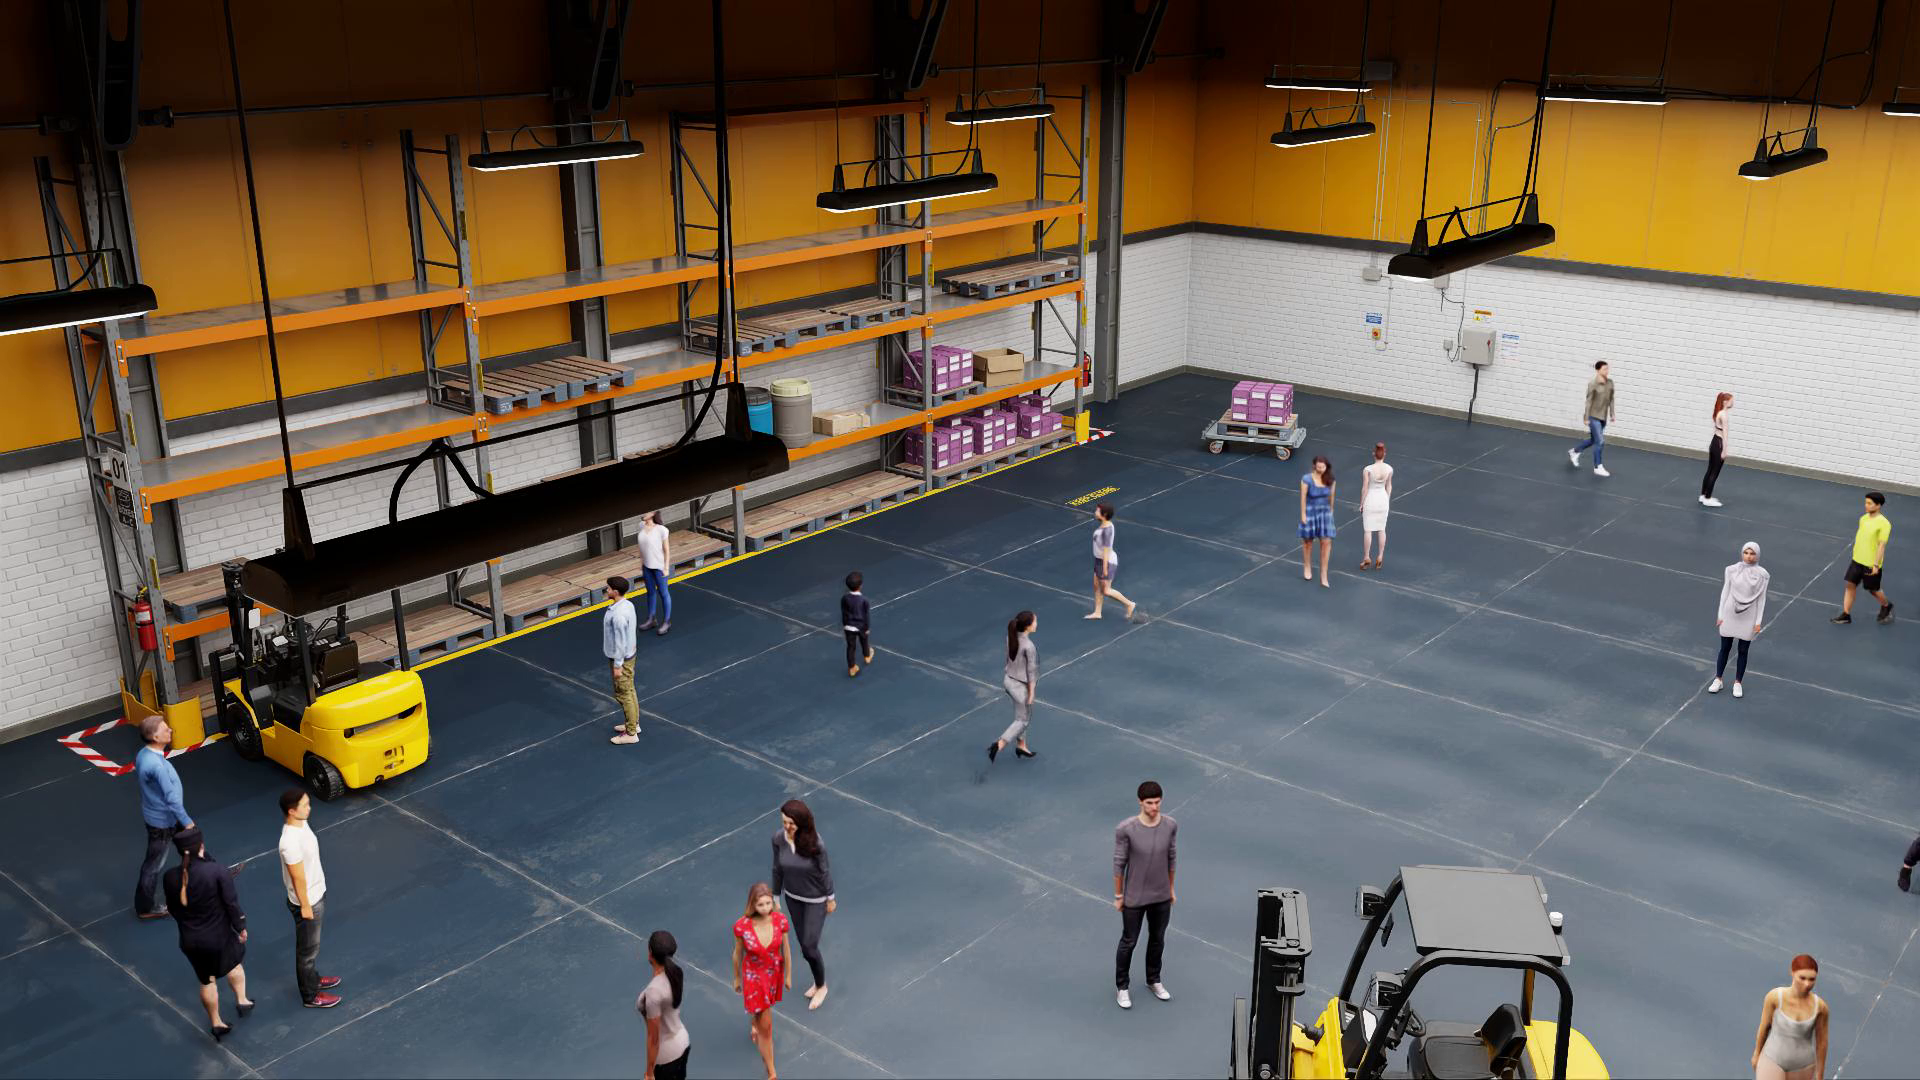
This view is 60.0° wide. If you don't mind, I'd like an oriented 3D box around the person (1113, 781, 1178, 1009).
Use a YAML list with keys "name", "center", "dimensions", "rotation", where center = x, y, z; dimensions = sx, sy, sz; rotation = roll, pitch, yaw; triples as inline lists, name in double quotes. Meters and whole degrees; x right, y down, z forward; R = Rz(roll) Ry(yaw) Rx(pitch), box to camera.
- name: "person"
  center: [1.438, 2.718, 12.909]
  dimensions: [0.684, 1.853, 0.808]
  rotation: [-6, 19, -17]

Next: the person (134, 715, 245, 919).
- name: "person"
  center: [-6.835, 2.375, 14.062]
  dimensions: [1.215, 1.769, 0.902]
  rotation: [-11, 22, -30]

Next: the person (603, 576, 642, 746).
- name: "person"
  center: [-3.525, 1.237, 17.375]
  dimensions: [0.817, 1.811, 0.743]
  rotation: [-1, 19, -2]

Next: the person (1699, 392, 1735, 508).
- name: "person"
  center: [11.521, -1.392, 25.290]
  dimensions: [0.720, 1.742, 0.597]
  rotation: [4, 19, 12]

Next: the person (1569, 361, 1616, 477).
- name: "person"
  center: [10.264, -2.002, 26.950]
  dimensions: [1.193, 1.838, 1.009]
  rotation: [-10, 21, -28]

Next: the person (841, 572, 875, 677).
- name: "person"
  center: [-1.216, 0.979, 19.093]
  dimensions: [0.714, 1.203, 0.871]
  rotation: [5, 19, 14]

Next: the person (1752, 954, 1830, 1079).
- name: "person"
  center: [5.516, 3.461, 11.108]
  dimensions: [0.836, 1.595, 1.130]
  rotation: [6, 19, 17]

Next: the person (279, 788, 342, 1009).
- name: "person"
  center: [-5.090, 2.753, 12.893]
  dimensions: [0.726, 1.799, 0.718]
  rotation: [-6, 19, -16]

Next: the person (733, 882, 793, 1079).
- name: "person"
  center: [-1.448, 3.154, 12.103]
  dimensions: [1.120, 1.543, 0.991]
  rotation: [-7, 20, -19]

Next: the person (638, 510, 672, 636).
- name: "person"
  center: [-3.711, 0.325, 20.282]
  dimensions: [0.620, 1.684, 0.563]
  rotation: [11, 22, 30]

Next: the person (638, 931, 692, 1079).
- name: "person"
  center: [-1.930, 3.421, 11.011]
  dimensions: [0.862, 1.733, 0.738]
  rotation: [-2, 19, -4]

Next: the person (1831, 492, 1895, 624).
- name: "person"
  center: [11.278, 0.241, 20.528]
  dimensions: [1.126, 1.686, 0.962]
  rotation: [-6, 19, -17]

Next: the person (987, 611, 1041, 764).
- name: "person"
  center: [0.530, 1.534, 16.739]
  dimensions: [1.019, 1.653, 0.816]
  rotation: [-13, 23, -34]

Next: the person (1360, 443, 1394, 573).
- name: "person"
  center: [5.602, -0.452, 22.411]
  dimensions: [0.618, 1.798, 0.675]
  rotation: [-1, 19, -4]

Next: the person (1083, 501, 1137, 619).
- name: "person"
  center: [1.873, 0.274, 20.645]
  dimensions: [0.921, 1.548, 0.896]
  rotation: [1, 19, 2]

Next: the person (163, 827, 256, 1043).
- name: "person"
  center: [-5.650, 2.998, 12.410]
  dimensions: [0.938, 1.642, 0.994]
  rotation: [0, 19, 1]

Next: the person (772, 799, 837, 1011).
- name: "person"
  center: [-1.163, 2.756, 12.973]
  dimensions: [0.716, 1.742, 0.738]
  rotation: [7, 20, 19]

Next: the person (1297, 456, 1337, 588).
- name: "person"
  center: [4.693, -0.278, 21.940]
  dimensions: [0.943, 1.768, 1.009]
  rotation: [-2, 19, -5]

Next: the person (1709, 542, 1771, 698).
- name: "person"
  center: [8.687, 0.868, 18.527]
  dimensions: [0.642, 1.775, 0.579]
  rotation: [10, 21, 28]
